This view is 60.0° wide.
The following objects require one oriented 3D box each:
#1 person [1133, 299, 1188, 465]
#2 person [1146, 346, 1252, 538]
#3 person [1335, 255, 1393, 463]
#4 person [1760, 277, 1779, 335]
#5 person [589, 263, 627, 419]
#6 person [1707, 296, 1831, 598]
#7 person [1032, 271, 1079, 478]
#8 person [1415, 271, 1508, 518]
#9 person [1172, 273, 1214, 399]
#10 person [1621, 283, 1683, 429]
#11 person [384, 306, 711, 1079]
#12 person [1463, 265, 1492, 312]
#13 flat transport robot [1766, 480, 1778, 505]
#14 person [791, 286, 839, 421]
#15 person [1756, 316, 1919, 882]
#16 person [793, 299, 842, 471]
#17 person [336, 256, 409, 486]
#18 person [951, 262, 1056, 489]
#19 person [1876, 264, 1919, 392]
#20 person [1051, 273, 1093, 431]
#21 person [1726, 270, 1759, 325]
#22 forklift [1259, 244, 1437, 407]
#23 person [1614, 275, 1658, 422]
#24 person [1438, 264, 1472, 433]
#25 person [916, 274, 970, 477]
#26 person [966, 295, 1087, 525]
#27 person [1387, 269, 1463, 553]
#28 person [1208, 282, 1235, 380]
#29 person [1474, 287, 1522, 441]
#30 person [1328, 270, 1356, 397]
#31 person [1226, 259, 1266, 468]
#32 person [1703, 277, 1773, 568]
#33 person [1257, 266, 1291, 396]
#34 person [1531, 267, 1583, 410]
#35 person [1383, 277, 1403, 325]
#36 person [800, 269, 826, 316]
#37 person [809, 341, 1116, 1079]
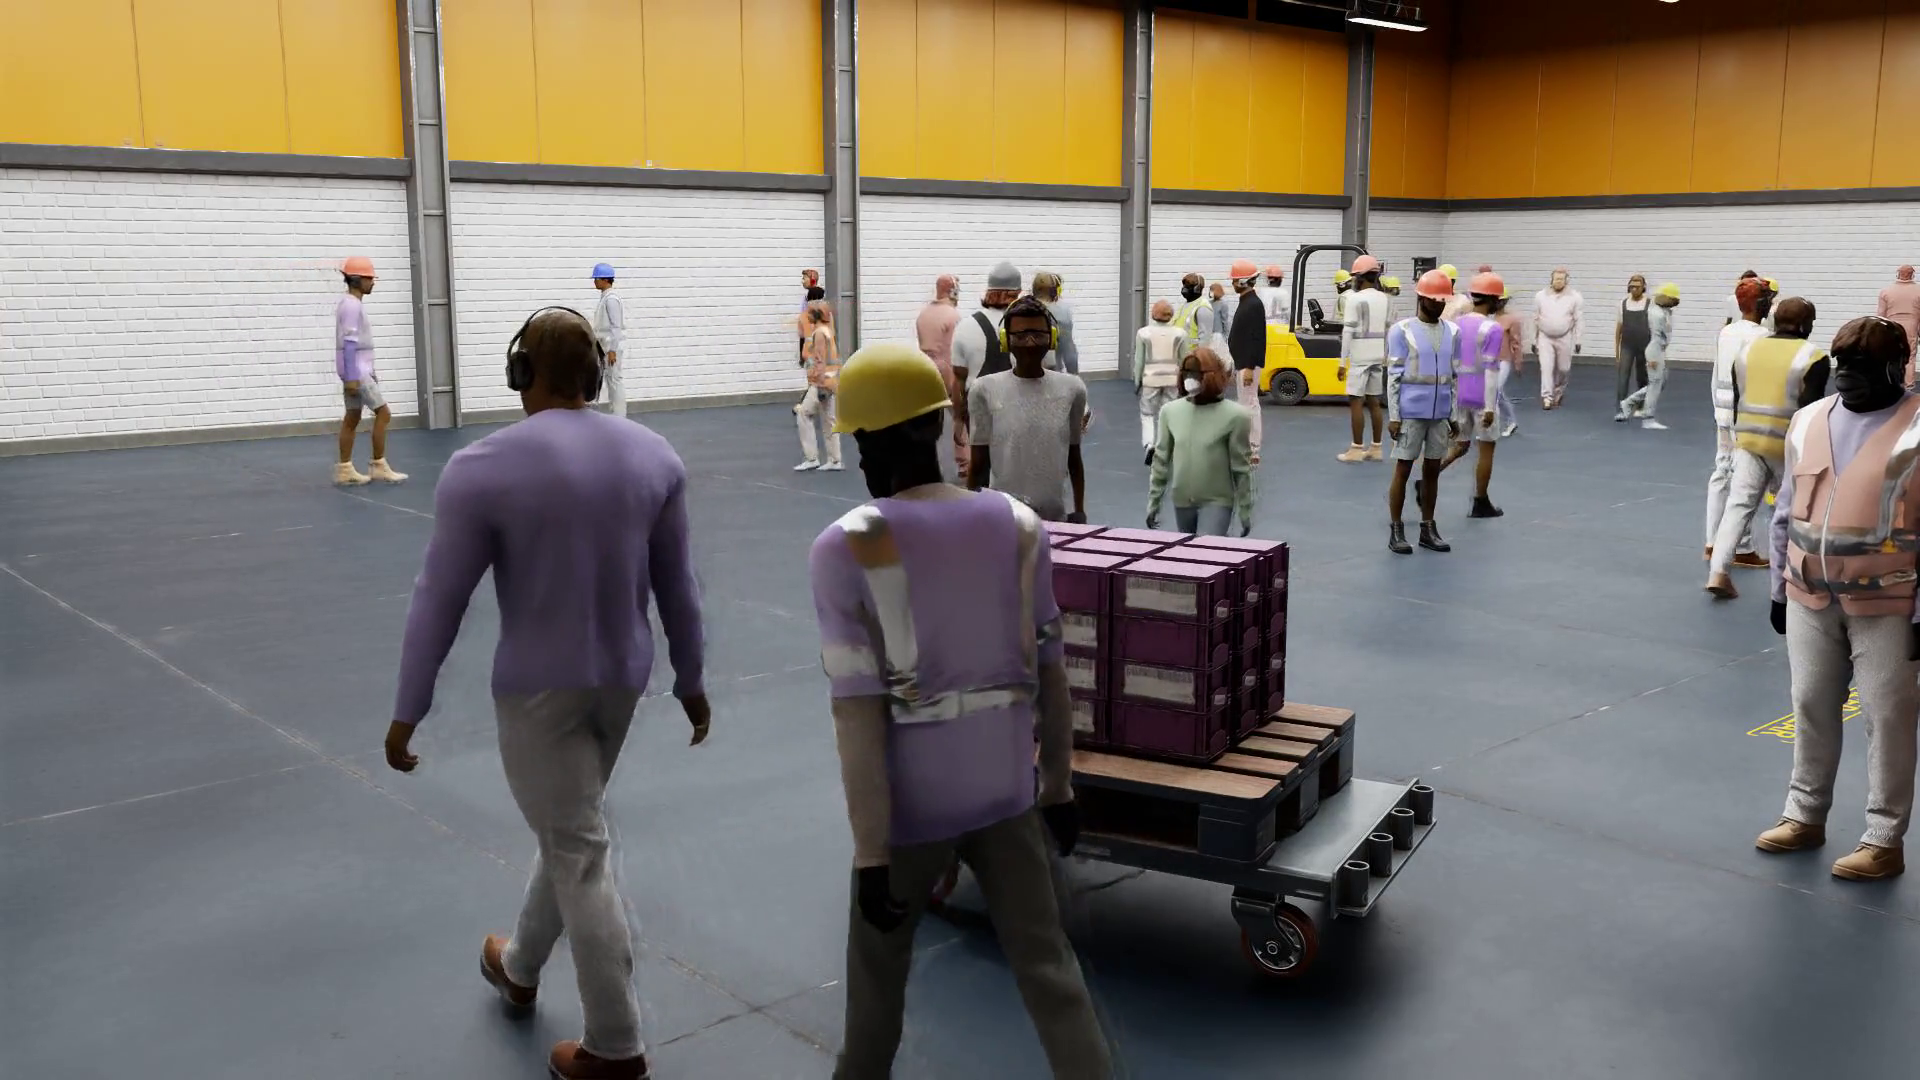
[{"bbox_3d":[1.899,-1.463,15.753,0.517,1.625,0.422,0,10,1],"label":"person"},{"bbox_3d":[1.214,-0.179,8.296,0.517,1.594,0.850,7,12,36],"label":"person"},{"bbox_3d":[3.941,-1.765,16.312,0.639,2.034,0.413,-8,12,-38],"label":"person"},{"bbox_3d":[9.474,-2.203,19.632,0.298,1.772,0.533,-2,10,-10],"label":"person"},{"bbox_3d":[-4.042,-2.211,19.153,0.404,1.945,0.616,-3,10,-18],"label":"person"},{"bbox_3d":[4.790,-0.538,9.830,0.973,1.801,0.640,-6,11,-30],"label":"person"},{"bbox_3d":[0.736,-1.371,14.430,1.037,1.892,0.628,-9,13,-43],"label":"person"},{"bbox_3d":[3.887,-1.095,12.738,0.709,1.911,0.555,-5,11,-27],"label":"person"},{"bbox_3d":[2.441,-1.900,17.638,0.429,1.847,0.626,-3,10,-15],"label":"person"},{"bbox_3d":[8.130,-2.162,19.562,0.641,1.707,0.528,6,12,32],"label":"person"},{"bbox_3d":[-1.058,0.375,4.165,0.761,1.883,0.962,-9,13,-44],"label":"person"},{"bbox_3d":[8.761,-3.638,27.755,0.934,1.862,0.669,-8,12,-38],"label":"person"},{"bbox_3d":[6.719,-0.279,12.745,0.652,0.197,1.431,2,10,12],"label":"flat transport robot"},{"bbox_3d":[-1.766,-2.220,20.015,0.530,1.672,0.782,9,13,42],"label":"person"},{"bbox_3d":[2.933,0.189,5.459,0.431,1.836,0.619,-6,11,-31],"label":"person"},{"bbox_3d":[-1.374,-1.436,15.567,0.568,1.619,0.538,1,10,4],"label":"person"},{"bbox_3d":[-5.186,-1.478,14.645,0.753,2.016,0.654,-4,10,-20],"label":"person"},{"bbox_3d":[0.293,-0.881,11.097,0.694,2.000,1.014,2,10,10],"label":"person"},{"bbox_3d":[13.398,-2.966,23.695,0.643,1.910,0.400,5,11,25],"label":"person"},{"bbox_3d":[1.133,-2.076,18.704,0.708,1.843,0.547,-6,11,-32],"label":"person"},{"bbox_3d":[10.027,-2.494,21.162,0.513,1.837,0.870,2,10,14],"label":"person"},{"bbox_3d":[5.256,-2.933,22.661,2.313,2.155,1.214,3,10,16],"label":"forklift"},{"bbox_3d":[8.348,-2.374,20.564,0.512,1.805,0.953,6,11,31],"label":"person"},{"bbox_3d":[5.541,-2.180,19.031,0.370,1.929,0.585,-9,13,-42],"label":"person"},{"bbox_3d":[-0.205,-1.469,15.063,0.899,1.870,0.647,-7,12,-36],"label":"person"},{"bbox_3d":[0.276,-0.047,6.717,0.535,1.869,0.314,-2,10,-10],"label":"person"},{"bbox_3d":[3.178,-0.870,11.352,0.543,1.933,0.364,-3,10,-15],"label":"person"},{"bbox_3d":[4.101,-3.284,26.410,0.681,1.615,0.505,-5,11,-27],"label":"person"},{"bbox_3d":[5.982,-1.971,18.423,0.924,1.715,0.507,-7,12,-35],"label":"person"},{"bbox_3d":[5.511,-2.963,23.925,0.403,1.822,0.588,5,11,25],"label":"person"},{"bbox_3d":[2.730,-1.682,15.931,0.392,1.990,0.613,0,10,3],"label":"person"},{"bbox_3d":[5.123,-0.762,10.860,0.353,1.884,0.578,-1,10,-7],"label":"person"},{"bbox_3d":[4.570,-3.032,24.179,1.035,1.879,0.558,-6,12,-33],"label":"person"},{"bbox_3d":[7.938,-2.685,22.138,0.658,1.881,0.828,4,10,20],"label":"person"},{"bbox_3d":[6.357,-3.062,24.821,0.925,1.723,0.518,3,10,17],"label":"person"},{"bbox_3d":[-1.974,-2.731,22.496,0.379,1.844,0.570,-4,11,-23],"label":"person"},{"bbox_3d":[0.024,0.524,3.439,0.633,1.865,1.039,-6,11,-31],"label":"person"}]
